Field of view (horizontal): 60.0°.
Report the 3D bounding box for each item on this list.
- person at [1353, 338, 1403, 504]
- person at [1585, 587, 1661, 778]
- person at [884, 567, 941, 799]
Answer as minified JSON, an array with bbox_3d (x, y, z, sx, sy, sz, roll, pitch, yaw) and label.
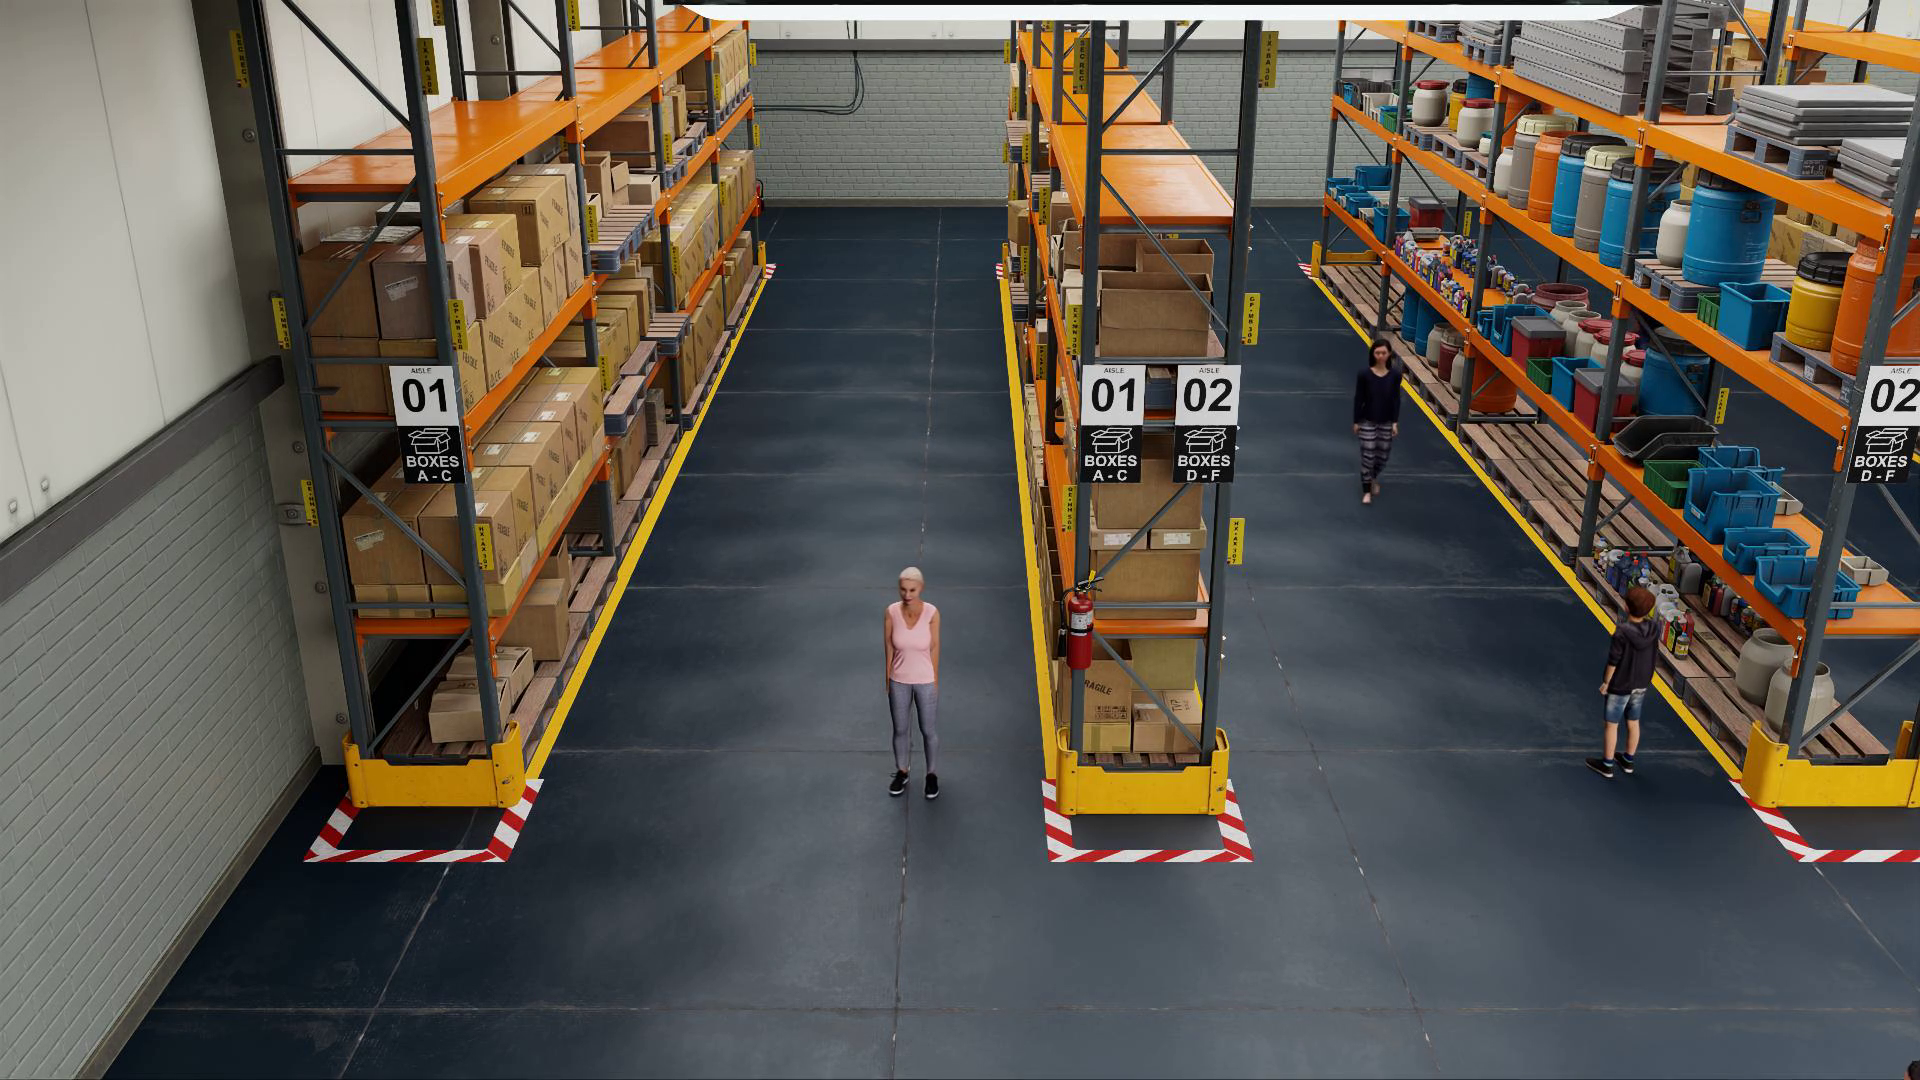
[{"bbox_3d":[4.233,-1.235,16.934,0.652,1.725,0.679,3,22,7],"label":"person"},{"bbox_3d":[4.745,1.000,11.838,0.589,1.447,0.591,-6,23,-15],"label":"person"},{"bbox_3d":[-0.321,0.968,11.552,0.560,1.722,0.533,3,22,7],"label":"person"}]
